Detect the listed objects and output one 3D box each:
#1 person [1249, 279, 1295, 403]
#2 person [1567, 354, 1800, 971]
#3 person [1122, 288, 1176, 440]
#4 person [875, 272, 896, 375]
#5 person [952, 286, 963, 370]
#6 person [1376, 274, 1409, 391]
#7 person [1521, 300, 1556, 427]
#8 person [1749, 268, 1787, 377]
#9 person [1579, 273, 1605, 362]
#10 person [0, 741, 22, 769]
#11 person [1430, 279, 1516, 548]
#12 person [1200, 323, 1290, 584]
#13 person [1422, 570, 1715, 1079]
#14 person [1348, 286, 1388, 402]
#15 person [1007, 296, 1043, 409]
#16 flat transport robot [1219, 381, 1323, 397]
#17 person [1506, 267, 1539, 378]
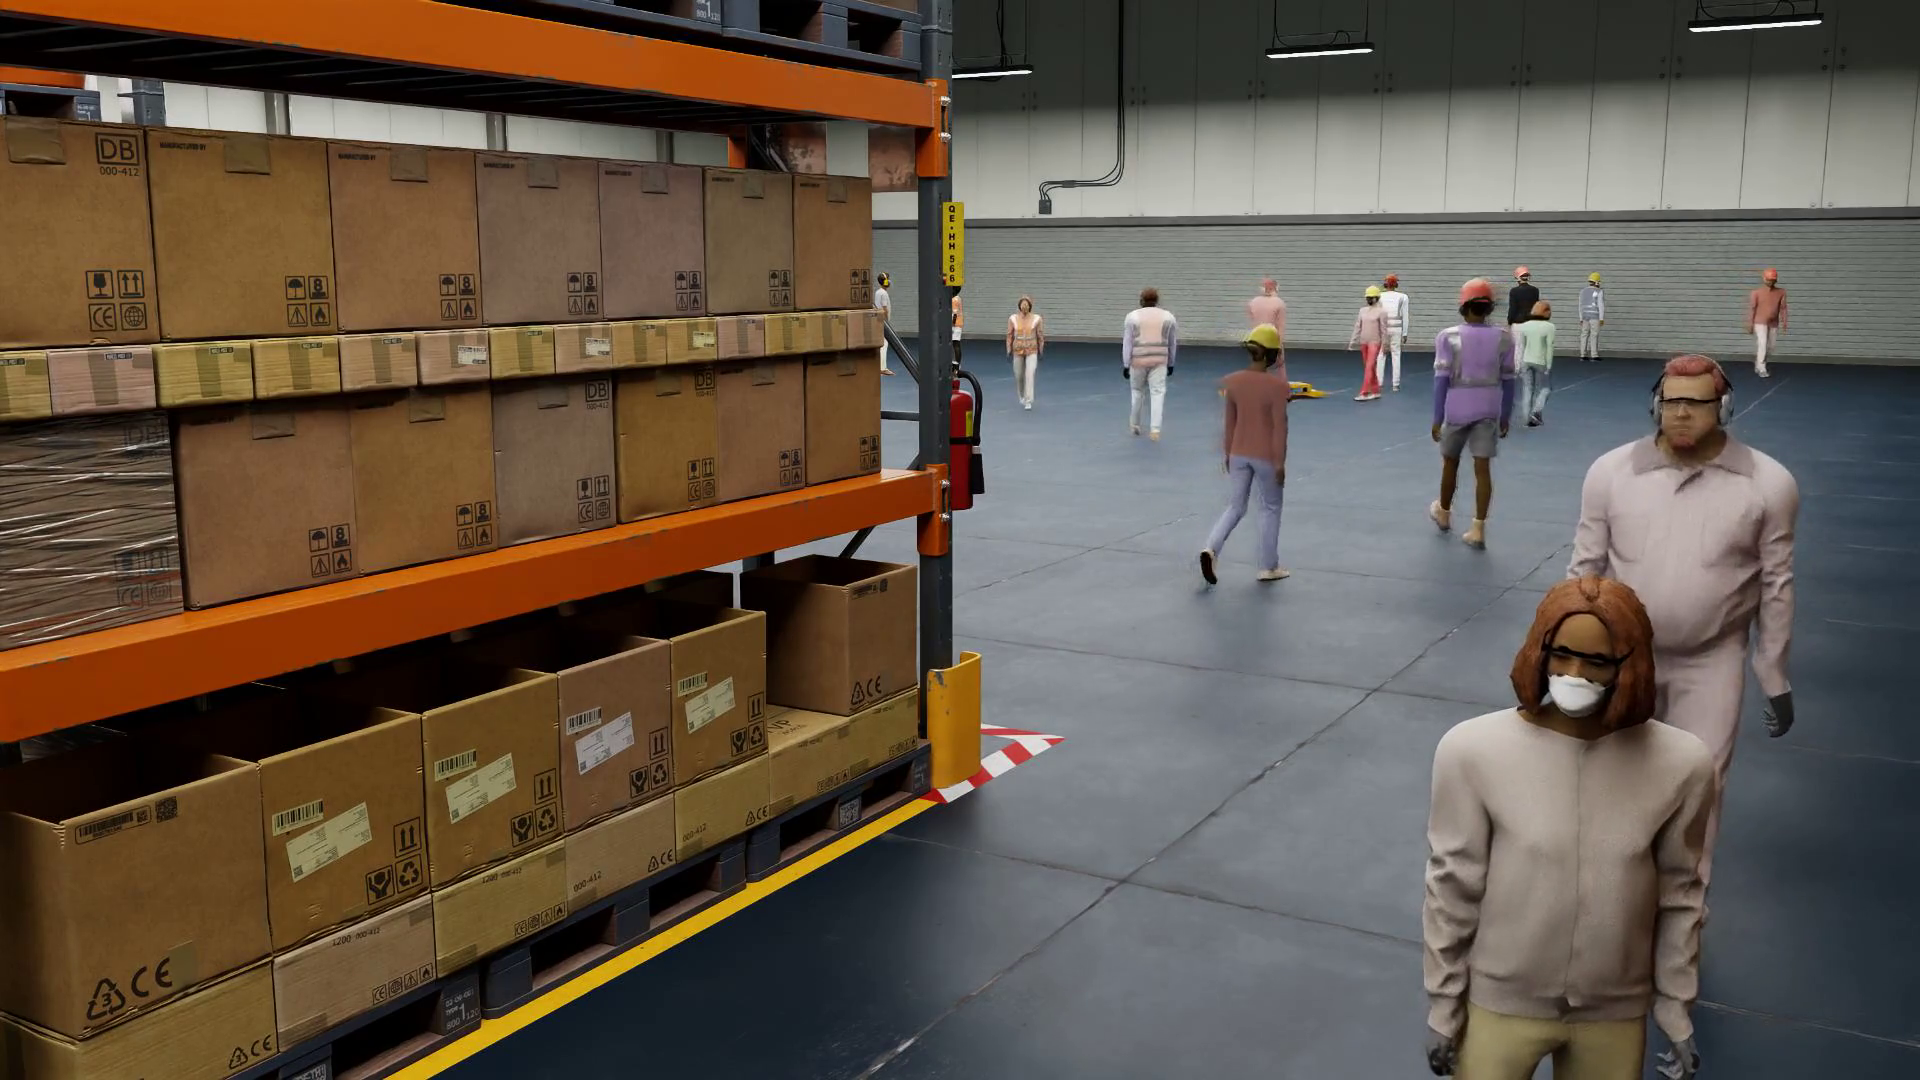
[{"bbox_3d":[4.551,-2.898,24.415,0.623,1.839,0.998,8,12,38],"label":"person"},{"bbox_3d":[2.245,0.364,5.217,0.687,1.901,0.606,6,11,31],"label":"person"},{"bbox_3d":[2.257,-2.116,19.954,0.655,1.787,0.980,0,10,-1],"label":"person"},{"bbox_3d":[-1.383,-3.958,30.495,0.321,1.876,0.532,-4,10,-20],"label":"person"},{"bbox_3d":[-0.103,-4.063,31.621,0.316,1.700,0.540,1,10,5],"label":"person"},{"bbox_3d":[6.945,-3.346,26.885,0.583,1.884,0.350,2,10,12],"label":"person"},{"bbox_3d":[7.344,-2.233,21.151,0.357,1.620,0.501,-8,13,-40],"label":"person"},{"bbox_3d":[14.602,-3.943,30.147,0.615,1.966,0.781,0,10,2],"label":"person"},{"bbox_3d":[13.098,-4.611,34.438,0.403,1.835,0.586,-6,11,-29],"label":"person"},{"bbox_3d":[-3.573,0.186,6.142,0.633,1.911,1.020,0,10,-1],"label":"person"},{"bbox_3d":[3.888,-0.981,12.708,0.636,1.989,1.052,0,10,3],"label":"person"},{"bbox_3d":[1.916,-0.558,10.977,0.737,1.739,0.531,-9,13,-43],"label":"person"},{"bbox_3d":[1.083,0.858,3.009,0.500,1.632,0.286,1,10,3],"label":"person"},{"bbox_3d":[6.167,-2.958,25.082,0.785,1.730,0.528,-7,12,-34],"label":"person"},{"bbox_3d":[0.941,-2.694,23.868,0.523,1.620,0.648,2,10,10],"label":"person"},{"bbox_3d":[4.771,-2.308,25.529,1.431,0.197,0.652,-3,10,-18],"label":"flat transport robot"},{"bbox_3d":[10.015,-3.873,29.676,0.610,1.986,0.392,-3,10,-19],"label":"person"}]
